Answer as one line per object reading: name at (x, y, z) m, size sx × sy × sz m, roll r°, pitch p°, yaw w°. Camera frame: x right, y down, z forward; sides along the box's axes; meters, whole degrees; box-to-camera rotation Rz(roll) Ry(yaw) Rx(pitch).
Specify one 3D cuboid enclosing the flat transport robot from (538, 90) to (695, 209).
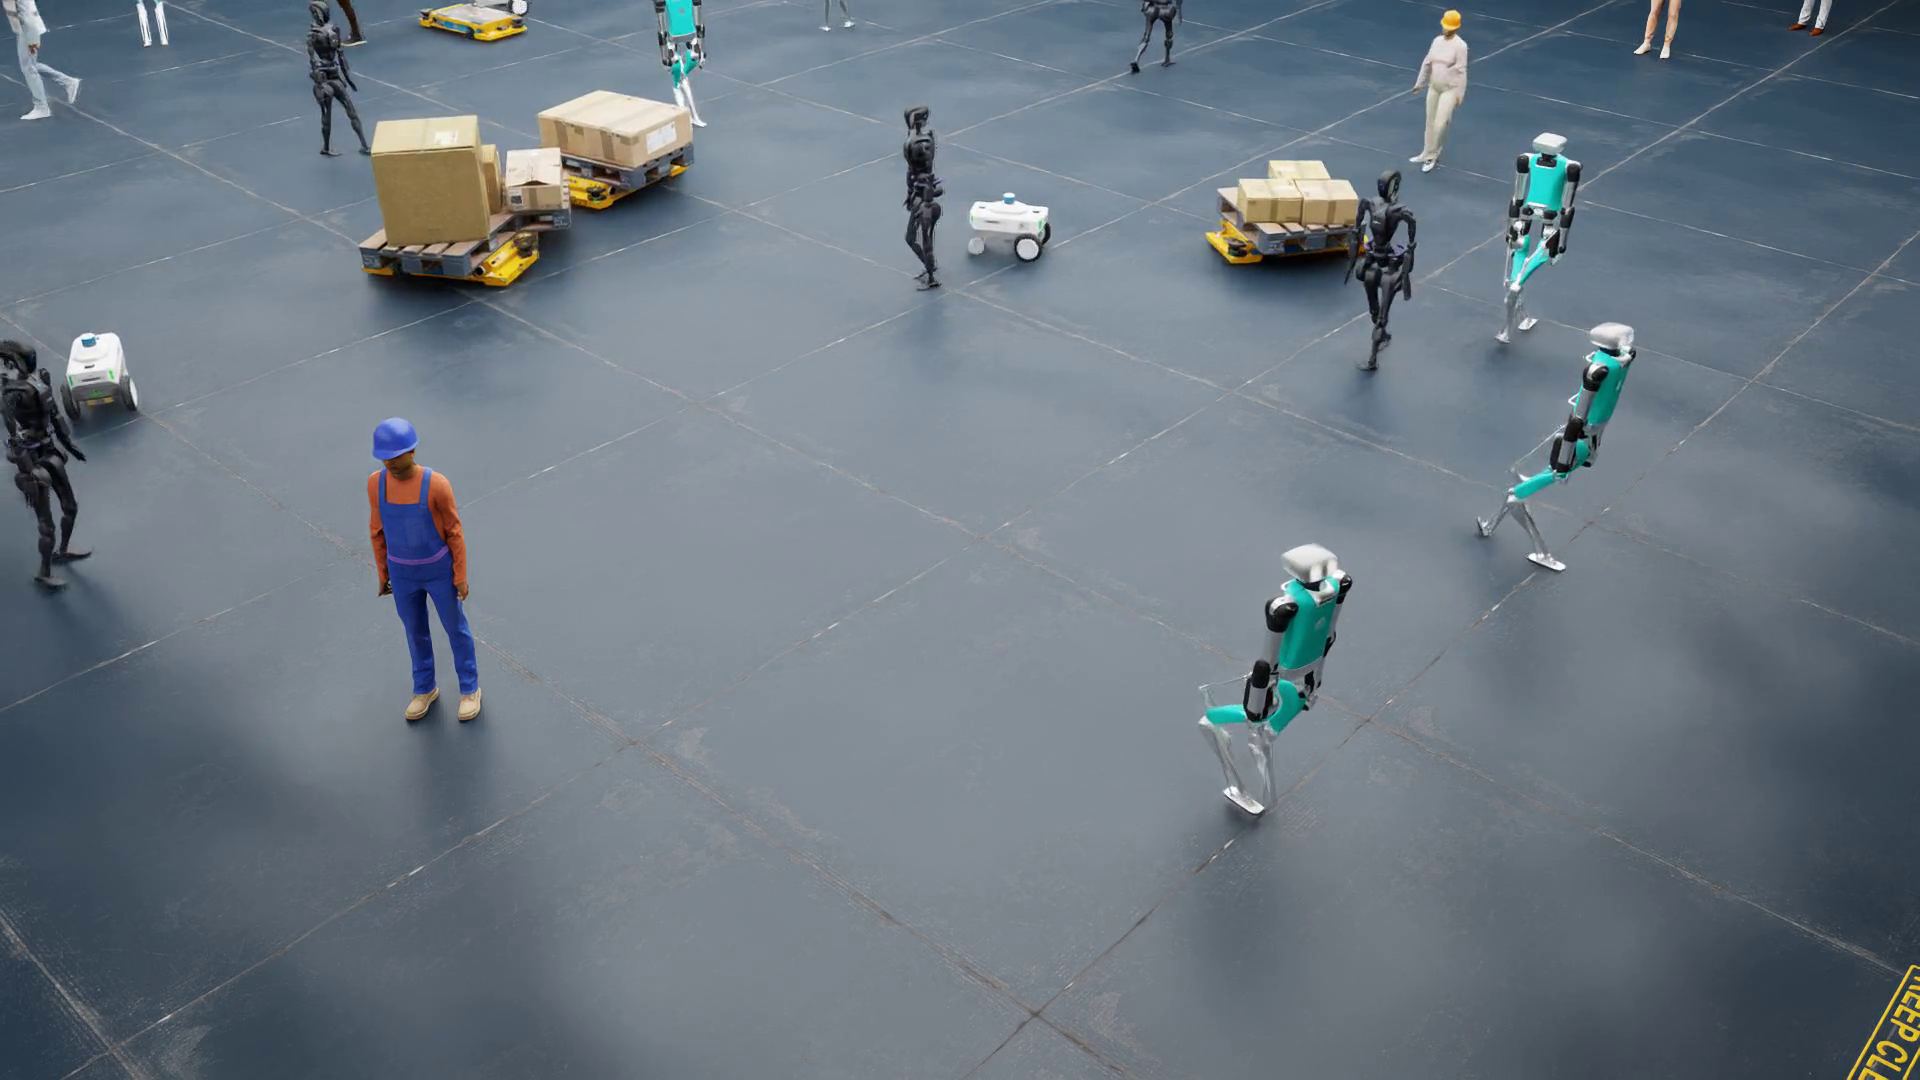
flat transport robot at (-3.528, -3.778, 17.237) m, size 0.659 × 0.231 × 1.431 m, roll 17°, pitch 36°, yaw 26°

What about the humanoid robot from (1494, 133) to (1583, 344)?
humanoid robot at (4.629, -2.389, 13.666) m, size 0.549 × 1.775 × 1.034 m, roll 23°, pitch 39°, yaw 33°

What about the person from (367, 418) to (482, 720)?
person at (-3.015, 0.169, 9.328) m, size 0.516 × 1.910 × 0.363 m, roll 1°, pitch 32°, yaw 2°

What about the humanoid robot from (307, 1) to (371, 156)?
humanoid robot at (-6.671, -4.906, 17.727) m, size 0.644 × 1.635 × 0.590 m, roll 8°, pitch 33°, yaw 13°

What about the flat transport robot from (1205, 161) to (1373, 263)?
flat transport robot at (3.125, -2.882, 15.794) m, size 1.431 × 0.231 × 0.659 m, roll -8°, pitch 33°, yaw -13°

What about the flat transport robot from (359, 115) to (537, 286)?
flat transport robot at (-4.714, -2.597, 15.335) m, size 1.431 × 0.231 × 0.659 m, roll 7°, pitch 33°, yaw 11°

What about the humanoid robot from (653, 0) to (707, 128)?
humanoid robot at (-3.139, -5.415, 18.463) m, size 0.562 × 1.763 × 0.735 m, roll -15°, pitch 35°, yaw -23°

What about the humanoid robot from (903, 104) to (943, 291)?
humanoid robot at (-0.327, -3.024, 14.689) m, size 0.342 × 1.655 × 0.597 m, roll -11°, pitch 34°, yaw -17°

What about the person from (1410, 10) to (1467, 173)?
person at (4.977, -4.680, 17.351) m, size 0.483 × 1.676 × 0.582 m, roll -18°, pitch 36°, yaw -27°

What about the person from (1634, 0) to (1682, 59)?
person at (8.975, -7.046, 20.978) m, size 0.517 × 1.876 × 0.349 m, roll 22°, pitch 38°, yaw 31°

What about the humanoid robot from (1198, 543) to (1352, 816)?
humanoid robot at (1.541, 0.760, 8.632) m, size 0.536 × 1.877 × 0.732 m, roll -23°, pitch 38°, yaw -32°

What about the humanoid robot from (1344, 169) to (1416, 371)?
humanoid robot at (3.417, -2.209, 13.426) m, size 0.602 × 1.620 × 0.784 m, roll 25°, pitch 40°, yaw 34°

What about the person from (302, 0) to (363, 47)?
person at (-8.201, -7.255, 21.273) m, size 0.854 × 1.922 × 0.601 m, roll -25°, pitch 40°, yaw -34°

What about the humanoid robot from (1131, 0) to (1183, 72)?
humanoid robot at (2.432, -6.615, 20.529) m, size 0.602 × 1.651 × 0.769 m, roll 24°, pitch 39°, yaw 33°

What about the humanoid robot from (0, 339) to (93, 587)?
humanoid robot at (-5.916, -0.524, 10.674) m, size 0.370 × 1.640 × 0.620 m, roll 0°, pitch 32°, yaw 0°

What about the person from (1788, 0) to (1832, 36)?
person at (11.421, -7.614, 21.935) m, size 0.365 × 1.831 × 0.514 m, roll -19°, pitch 36°, yaw -27°

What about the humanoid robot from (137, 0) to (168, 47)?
humanoid robot at (-10.527, -7.261, 21.382) m, size 0.530 × 1.719 × 0.696 m, roll -10°, pitch 33°, yaw -16°

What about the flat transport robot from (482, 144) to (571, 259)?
flat transport robot at (-4.350, -3.026, 16.026) m, size 0.659 × 0.231 × 1.431 m, roll -6°, pitch 32°, yaw -10°

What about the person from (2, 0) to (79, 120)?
person at (-10.566, -5.765, 18.896) m, size 0.633 × 1.902 × 0.592 m, roll -21°, pitch 37°, yaw -30°

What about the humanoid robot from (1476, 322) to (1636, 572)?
humanoid robot at (3.794, -0.624, 10.838) m, size 0.857 × 1.846 × 0.546 m, roll 26°, pitch 40°, yaw 35°

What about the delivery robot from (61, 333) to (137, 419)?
delivery robot at (-6.746, -1.308, 13.005) m, size 0.499 × 0.610 × 0.814 m, roll -11°, pitch 33°, yaw -17°

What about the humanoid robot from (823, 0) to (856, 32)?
humanoid robot at (-1.637, -7.652, 22.096) m, size 0.531 × 1.790 × 0.790 m, roll 2°, pitch 32°, yaw 3°

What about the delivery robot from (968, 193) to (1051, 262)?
delivery robot at (0.478, -2.949, 15.648) m, size 0.814 × 0.612 × 0.499 m, roll 7°, pitch 33°, yaw 11°

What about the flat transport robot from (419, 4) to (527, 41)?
flat transport robot at (-6.565, -6.979, 22.392) m, size 1.431 × 0.231 × 0.659 m, roll 21°, pitch 38°, yaw 30°

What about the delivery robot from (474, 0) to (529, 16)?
delivery robot at (-6.385, -7.556, 23.038) m, size 0.774 × 0.581 × 0.499 m, roll -11°, pitch 33°, yaw -17°
